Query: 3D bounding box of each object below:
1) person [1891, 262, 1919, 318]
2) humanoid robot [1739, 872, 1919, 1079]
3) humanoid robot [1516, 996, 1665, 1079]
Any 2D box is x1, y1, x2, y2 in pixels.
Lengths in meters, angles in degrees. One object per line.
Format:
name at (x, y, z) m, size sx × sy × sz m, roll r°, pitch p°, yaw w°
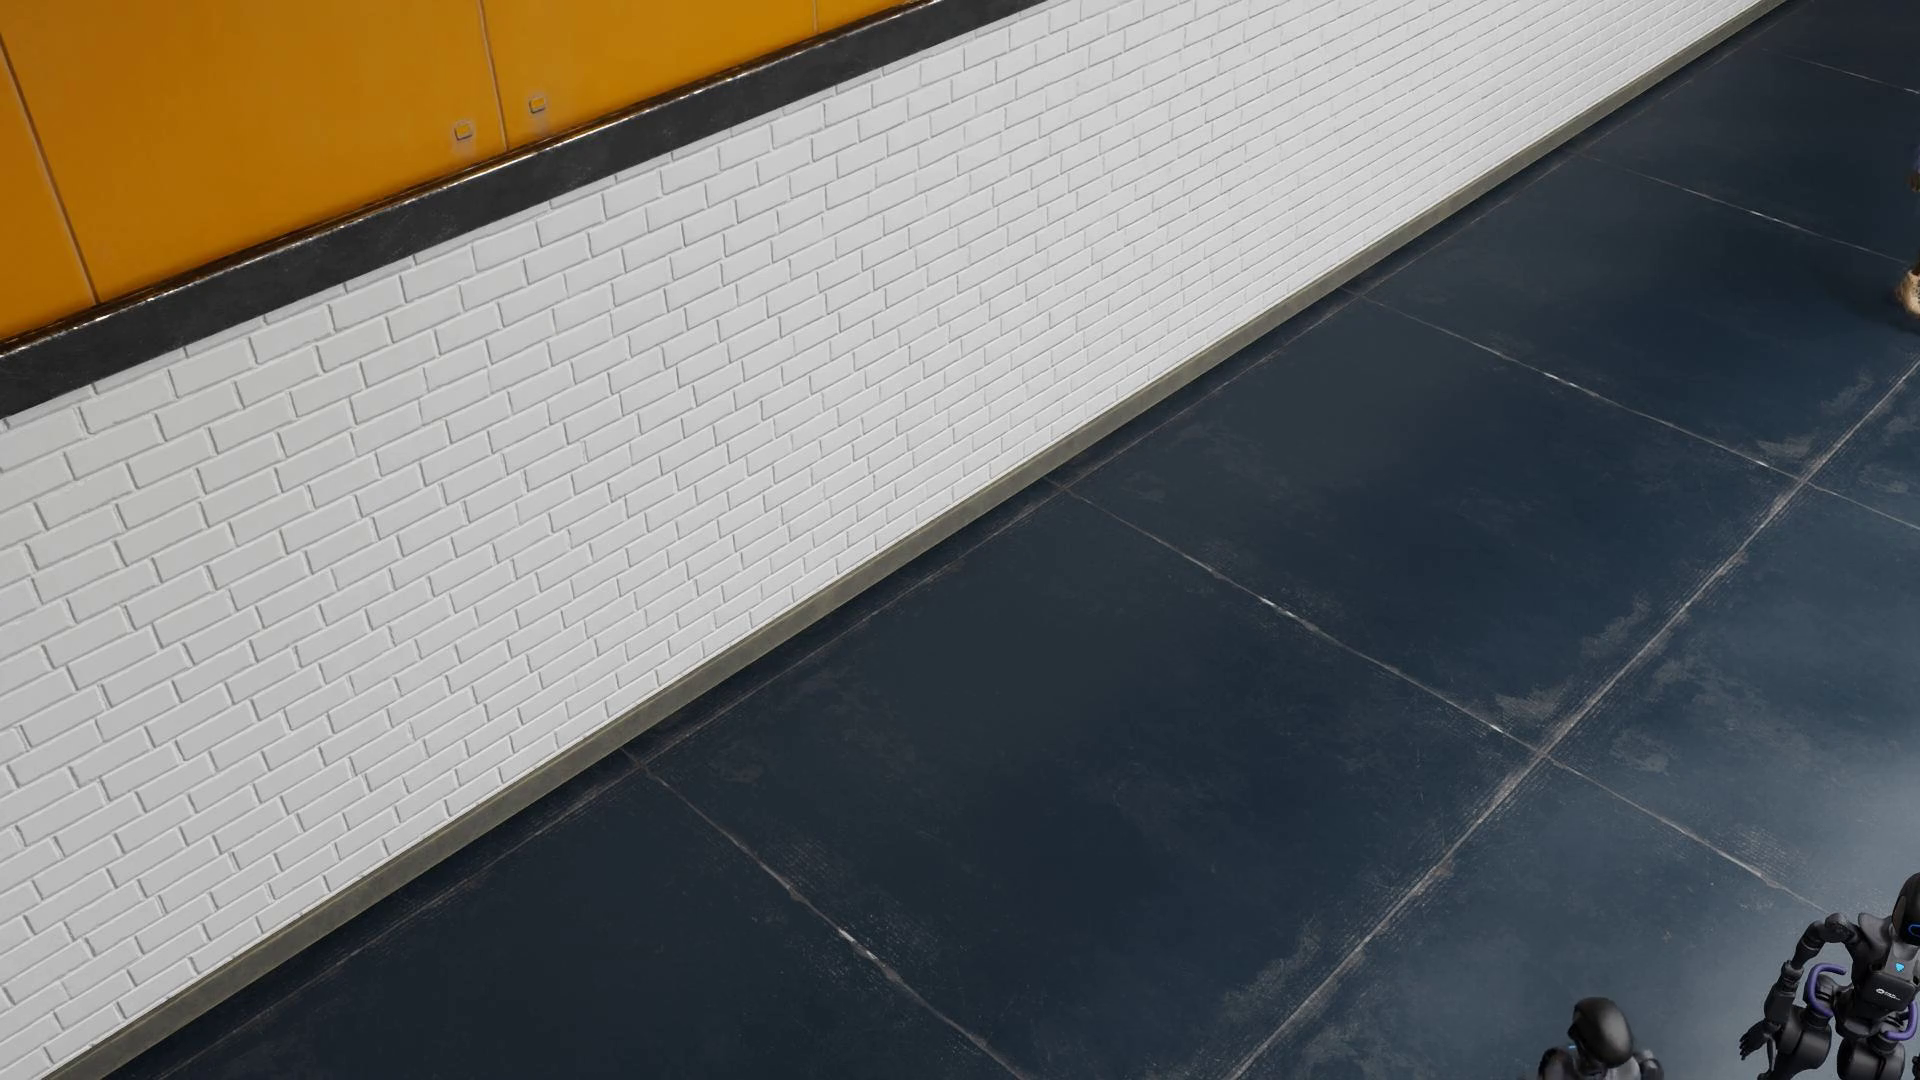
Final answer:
person at (6.492, -2.164, 10.259) m, size 0.692 × 1.971 × 0.961 m, roll -21°, pitch 43°, yaw -24°
humanoid robot at (3.020, 1.701, 5.654) m, size 0.599 × 1.657 × 0.315 m, roll 17°, pitch 42°, yaw 20°
humanoid robot at (1.897, 2.003, 5.287) m, size 0.601 × 1.643 × 0.387 m, roll -7°, pitch 39°, yaw -9°
